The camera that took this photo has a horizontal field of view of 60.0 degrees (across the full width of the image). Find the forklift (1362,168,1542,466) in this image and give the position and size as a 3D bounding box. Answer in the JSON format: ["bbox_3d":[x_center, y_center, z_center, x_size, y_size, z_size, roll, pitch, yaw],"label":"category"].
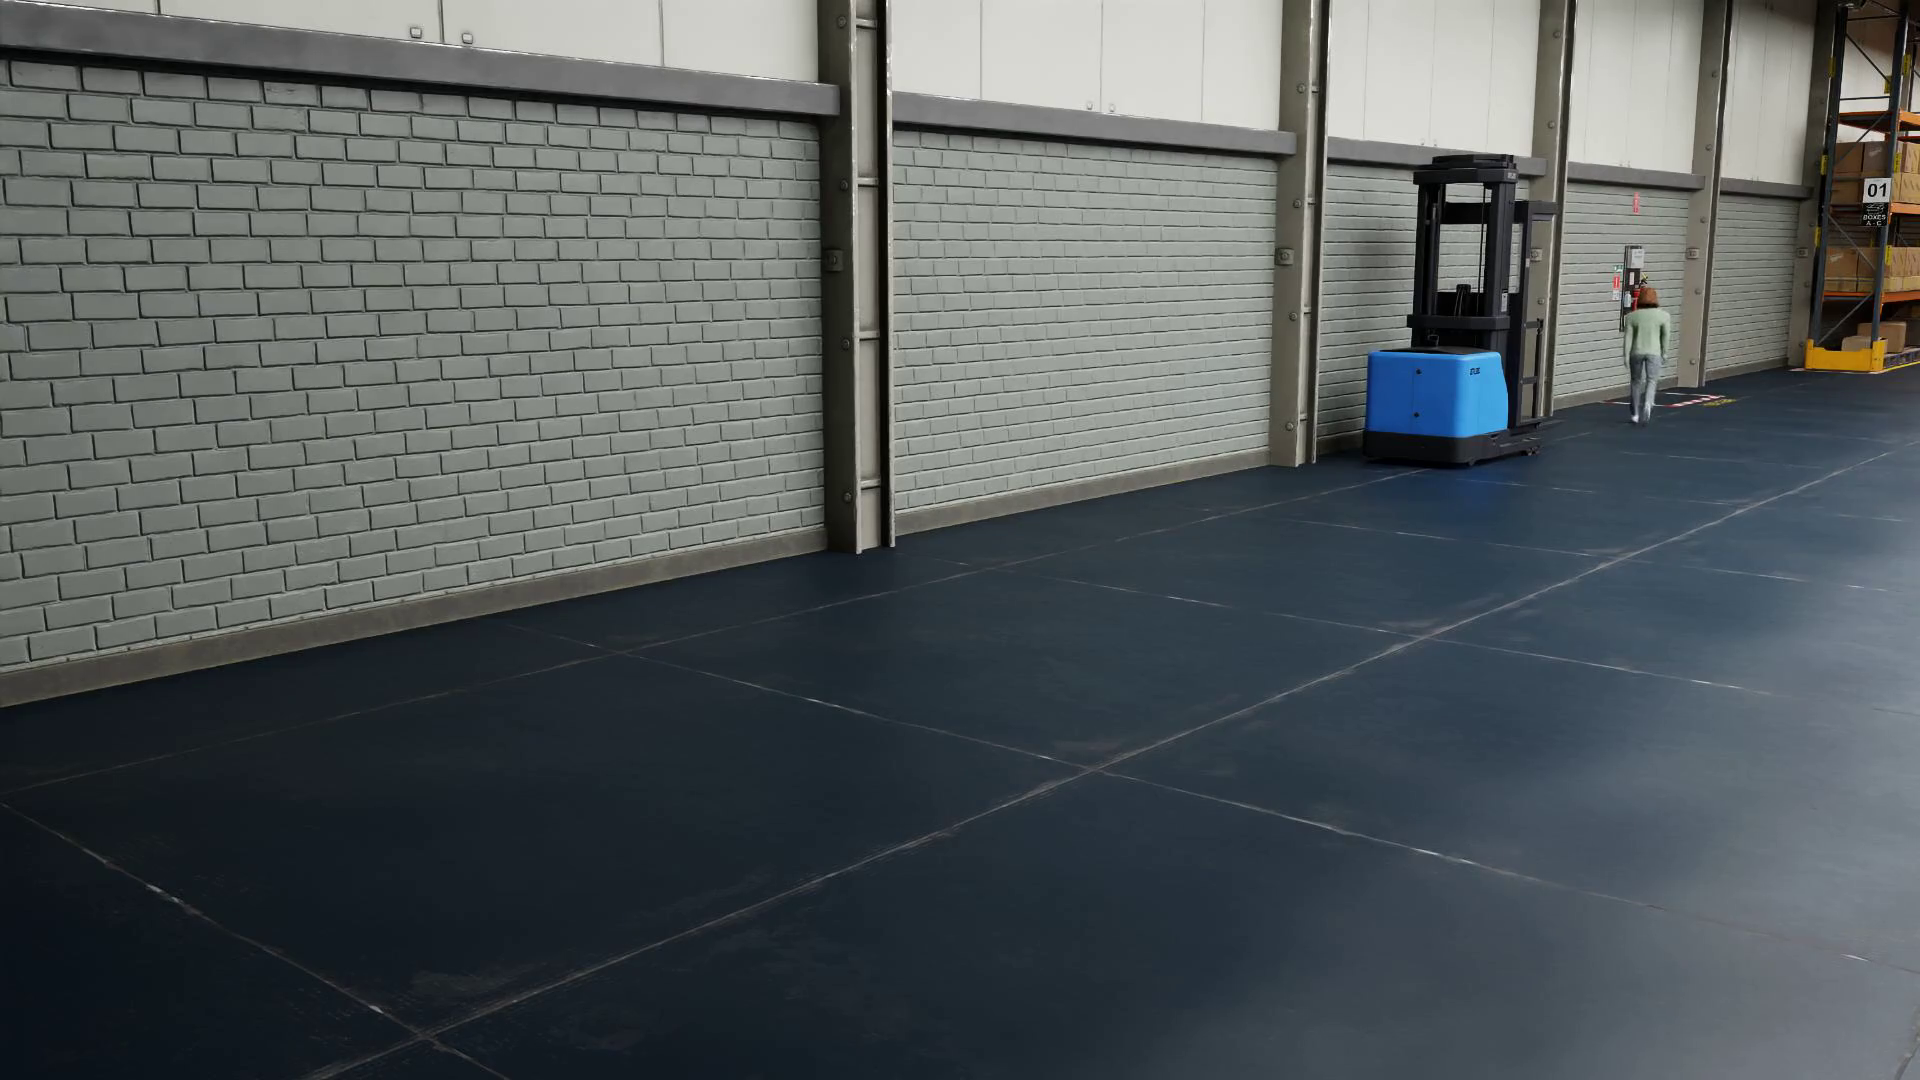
[{"bbox_3d":[4.875,-2.212,16.287,1.129,2.768,1.873,8,13,40],"label":"forklift"}]

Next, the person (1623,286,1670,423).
[{"bbox_3d":[8.039,-2.167,19.520,0.500,1.610,0.652,4,11,24],"label":"person"}]
